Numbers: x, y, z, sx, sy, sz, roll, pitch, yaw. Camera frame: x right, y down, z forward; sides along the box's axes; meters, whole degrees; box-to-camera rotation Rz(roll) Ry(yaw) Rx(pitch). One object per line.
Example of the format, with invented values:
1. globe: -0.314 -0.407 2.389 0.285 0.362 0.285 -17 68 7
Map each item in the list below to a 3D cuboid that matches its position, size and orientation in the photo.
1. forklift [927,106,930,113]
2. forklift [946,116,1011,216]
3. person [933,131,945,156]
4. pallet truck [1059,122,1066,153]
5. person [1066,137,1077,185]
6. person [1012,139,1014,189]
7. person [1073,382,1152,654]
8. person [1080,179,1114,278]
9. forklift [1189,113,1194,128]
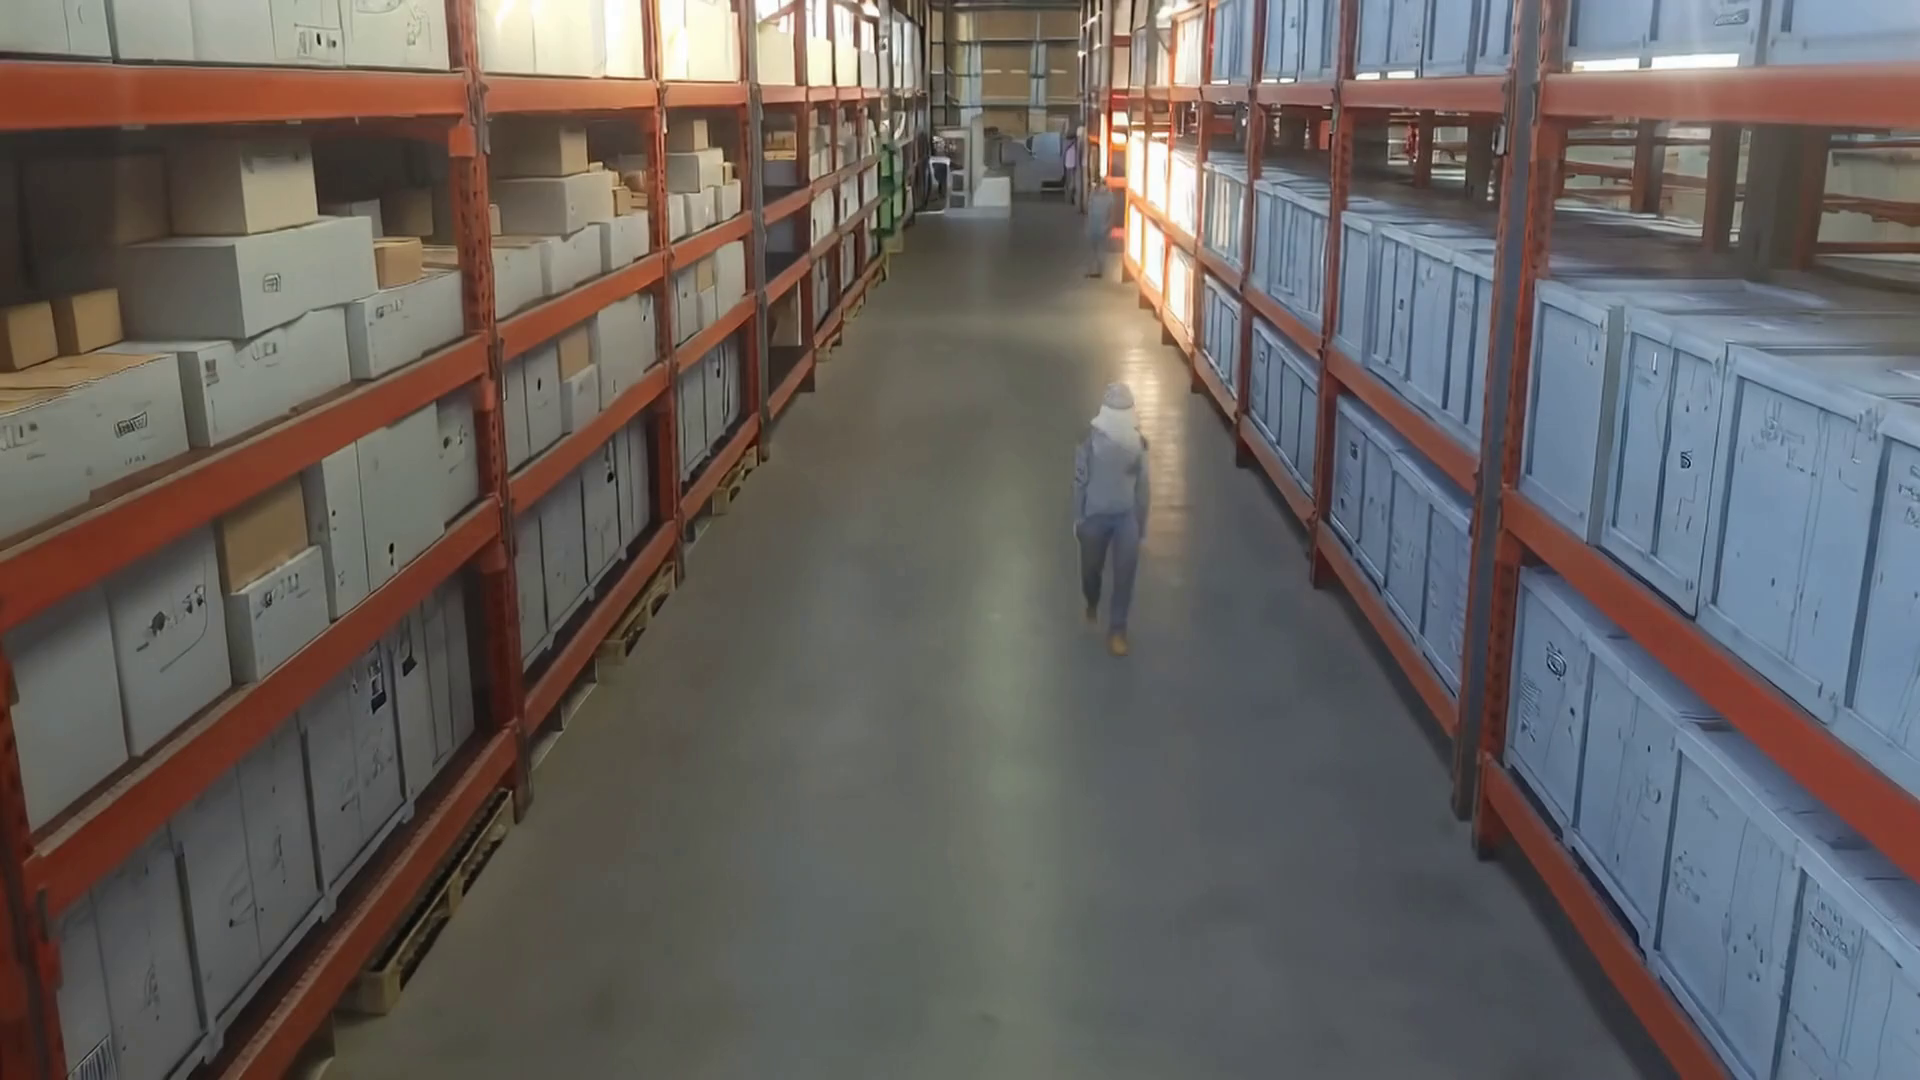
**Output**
1. forklift: -2.001 -20.667 84.687 1.129 2.768 1.873 0 15 2
2. forklift: 0.537 -10.747 47.777 1.873 2.768 1.129 0 15 2
3. person: -0.935 -15.953 68.933 0.632 1.940 0.372 4 15 13
4. pallet truck: 5.788 -21.111 88.014 1.885 1.965 0.823 5 16 18
5. person: 3.856 -12.789 57.052 0.378 1.996 0.610 -8 17 -26
6. person: 1.679 -14.011 61.824 0.913 1.897 0.544 8 17 26
7. person: 0.962 -0.167 10.584 0.503 1.727 0.520 0 15 -1
8. person: 2.609 -5.922 31.725 0.589 1.878 0.662 -13 20 -40
9. forklift: 8.010 -12.975 56.067 1.129 2.768 1.873 0 15 1
